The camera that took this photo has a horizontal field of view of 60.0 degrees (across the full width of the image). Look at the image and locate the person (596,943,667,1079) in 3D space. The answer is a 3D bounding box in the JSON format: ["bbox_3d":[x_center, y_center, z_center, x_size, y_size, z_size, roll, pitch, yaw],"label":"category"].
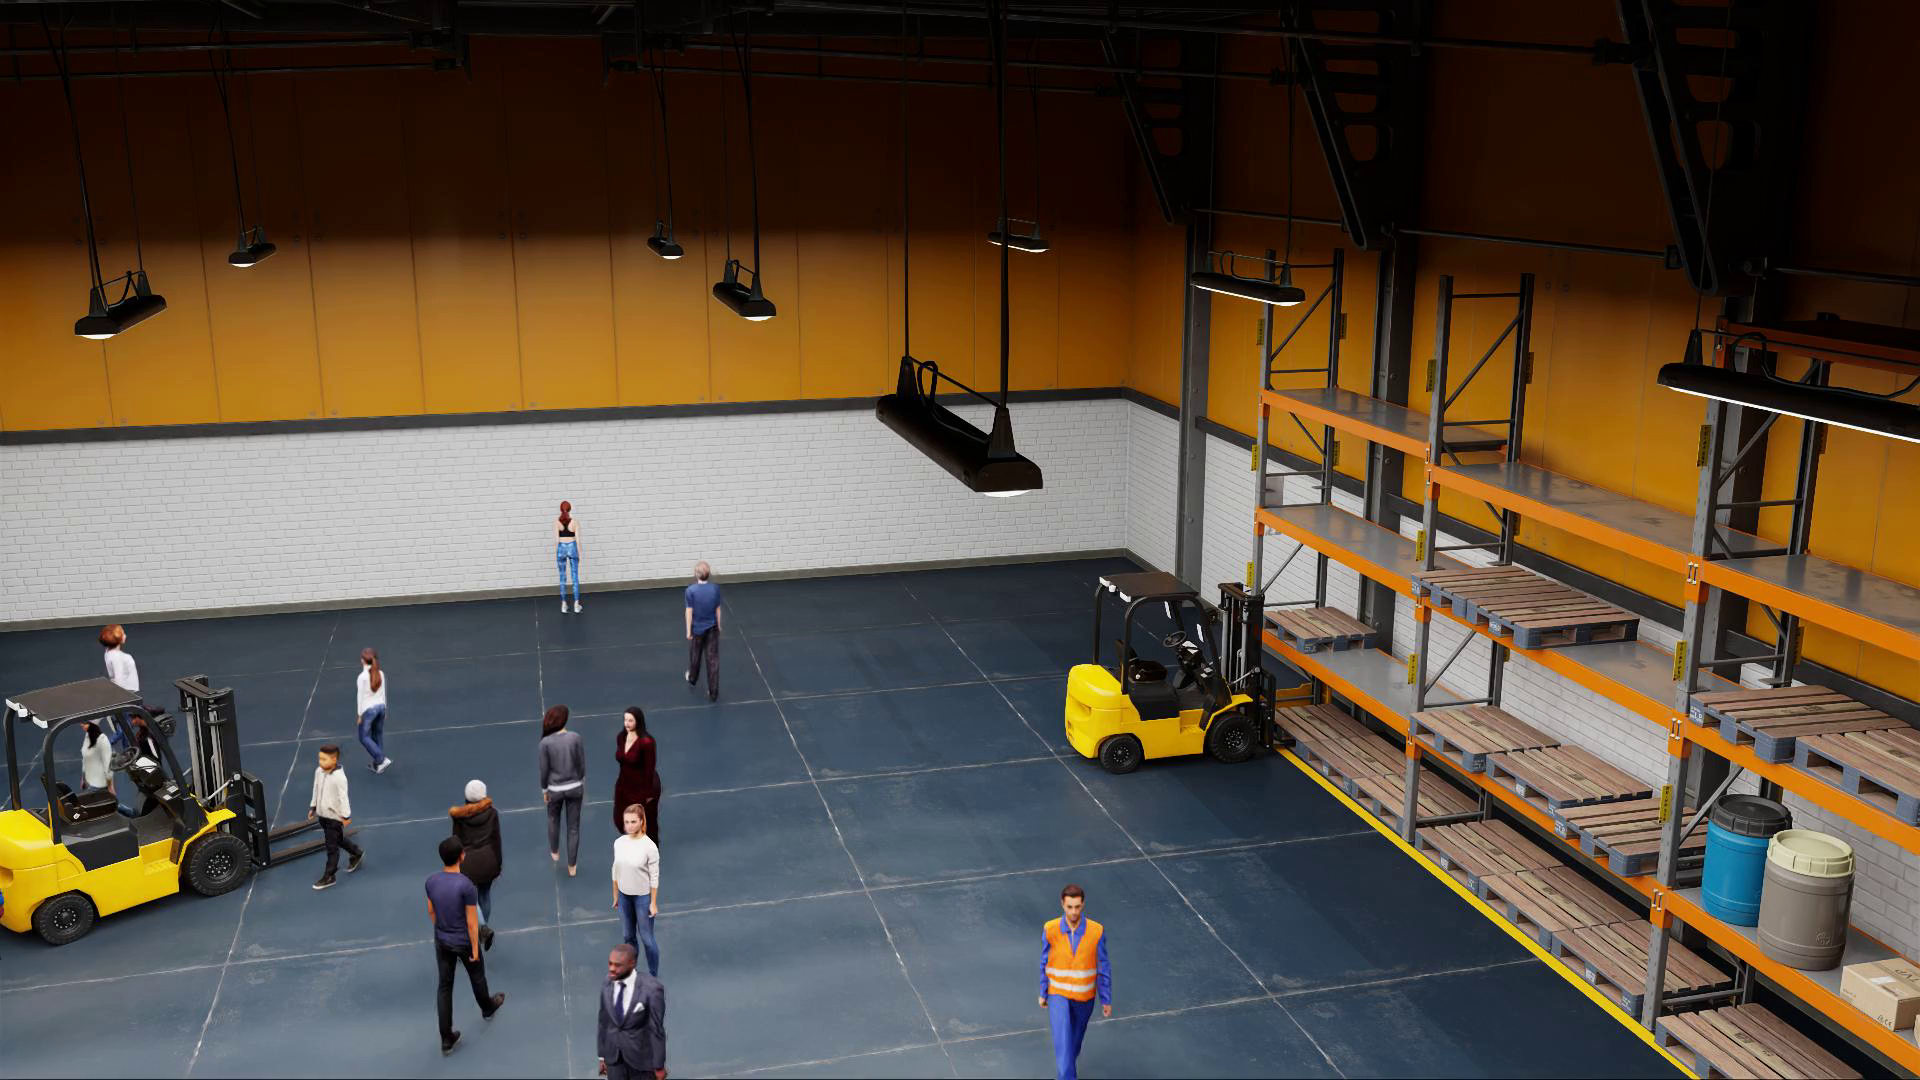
[{"bbox_3d":[-2.318,3.709,11.945,0.921,1.810,0.982,5,15,21],"label":"person"}]

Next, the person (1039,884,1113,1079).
[{"bbox_3d":[0.865,3.492,12.816,0.858,1.823,1.266,-1,14,-3],"label":"person"}]

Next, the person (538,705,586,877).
[{"bbox_3d":[-3.993,2.556,16.838,0.600,1.748,0.845,-4,14,-15],"label":"person"}]

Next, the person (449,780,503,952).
[{"bbox_3d":[-4.423,3.001,15.270,0.780,1.622,0.970,-8,16,-31],"label":"person"}]

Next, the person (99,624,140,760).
[{"bbox_3d":[-10.120,1.841,19.894,0.841,1.699,0.816,-9,17,-34],"label":"person"}]

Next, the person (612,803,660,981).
[{"bbox_3d":[-2.822,3.132,14.526,0.692,1.718,0.739,7,15,26],"label":"person"}]

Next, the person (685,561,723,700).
[{"bbox_3d":[-3.368,1.236,22.120,0.786,1.829,1.157,-6,15,-23],"label":"person"}]

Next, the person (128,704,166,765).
[{"bbox_3d":[-8.377,2.490,17.383,0.828,1.621,0.881,-11,18,-39],"label":"person"}]

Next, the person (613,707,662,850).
[{"bbox_3d":[-3.232,2.512,17.023,0.786,1.746,0.839,7,15,26],"label":"person"}]

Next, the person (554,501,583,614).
[{"bbox_3d":[-6.196,0.257,26.252,0.551,1.786,0.575,-3,14,-12],"label":"person"}]

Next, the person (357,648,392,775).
[{"bbox_3d":[-6.834,2.029,19.449,0.853,1.544,0.776,9,16,33],"label":"person"}]

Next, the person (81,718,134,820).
[{"bbox_3d":[-8.889,2.498,17.342,0.957,1.623,1.056,-12,18,-41],"label":"person"}]

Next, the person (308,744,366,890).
[{"bbox_3d":[-6.278,2.731,16.773,0.949,1.439,0.981,9,16,33],"label":"person"}]

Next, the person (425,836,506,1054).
[{"bbox_3d":[-4.180,3.336,13.605,0.957,1.753,1.141,3,14,12],"label":"person"}]
